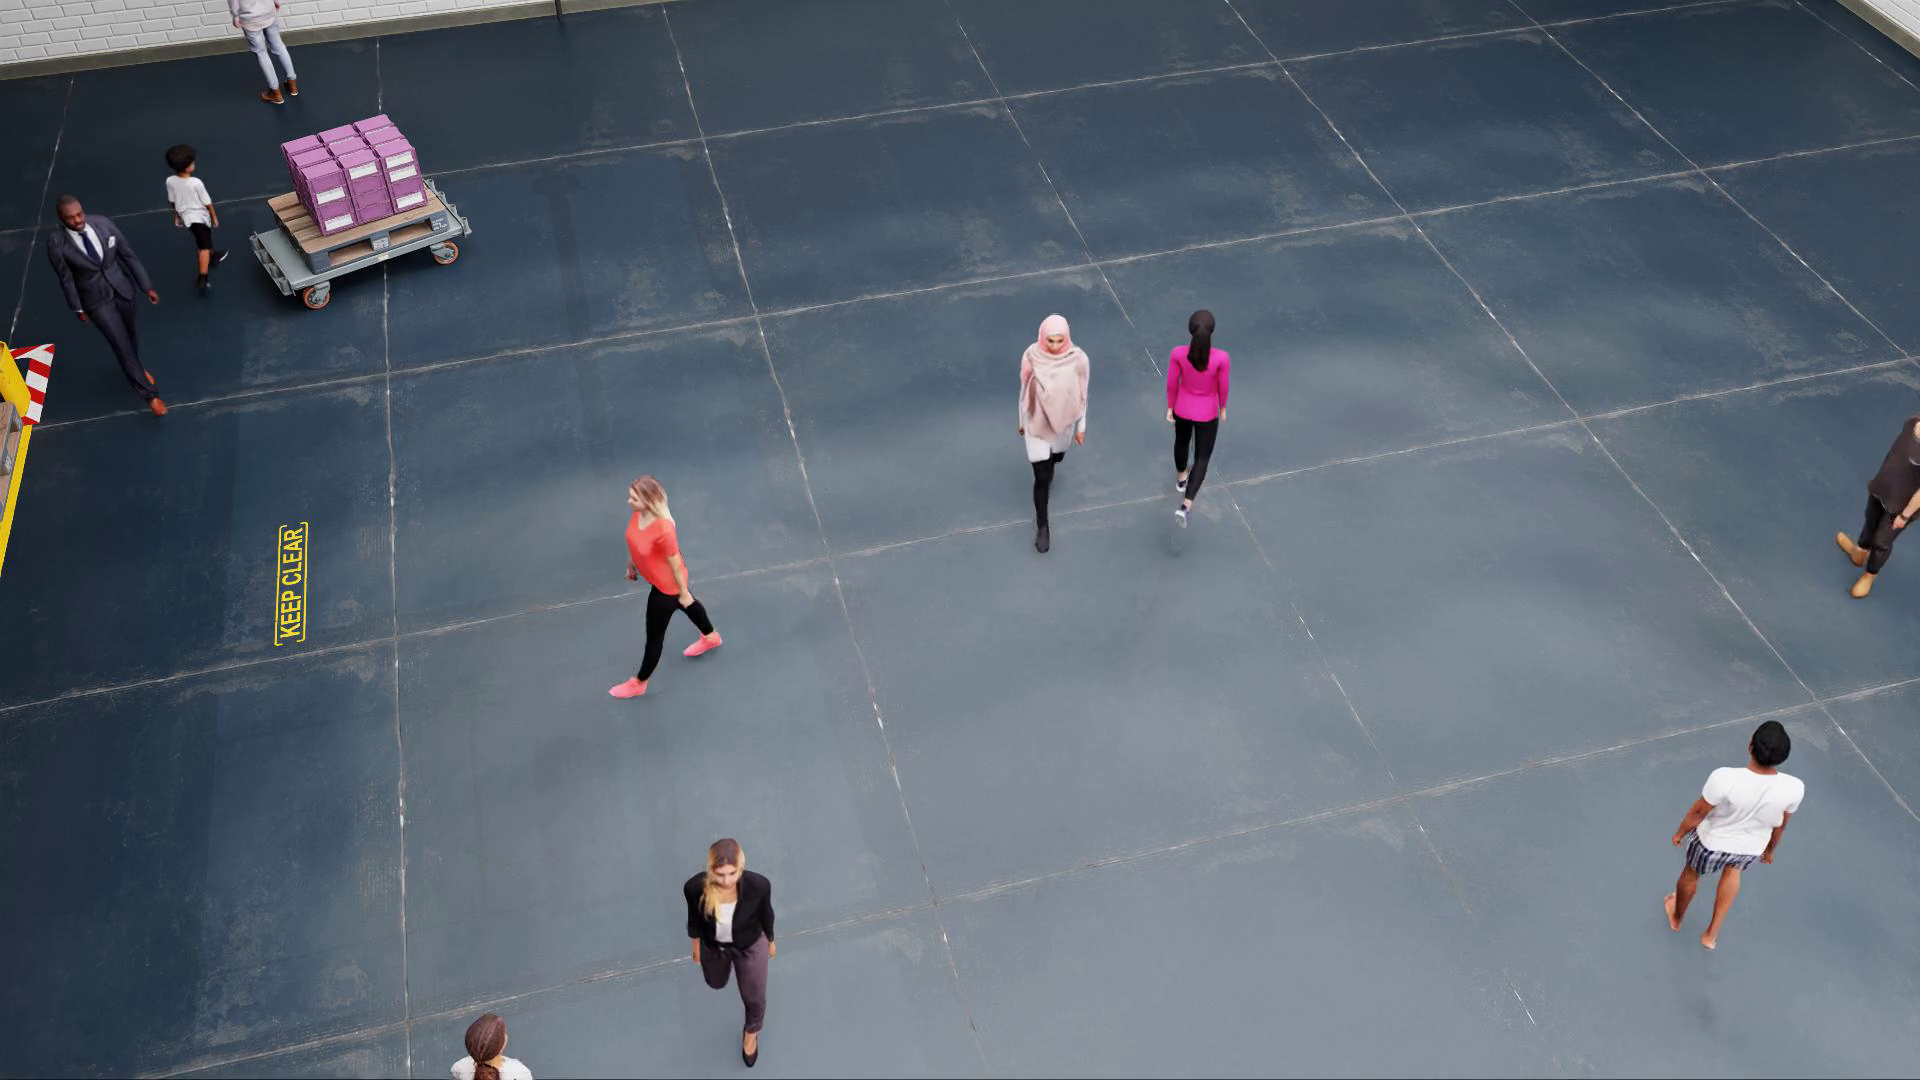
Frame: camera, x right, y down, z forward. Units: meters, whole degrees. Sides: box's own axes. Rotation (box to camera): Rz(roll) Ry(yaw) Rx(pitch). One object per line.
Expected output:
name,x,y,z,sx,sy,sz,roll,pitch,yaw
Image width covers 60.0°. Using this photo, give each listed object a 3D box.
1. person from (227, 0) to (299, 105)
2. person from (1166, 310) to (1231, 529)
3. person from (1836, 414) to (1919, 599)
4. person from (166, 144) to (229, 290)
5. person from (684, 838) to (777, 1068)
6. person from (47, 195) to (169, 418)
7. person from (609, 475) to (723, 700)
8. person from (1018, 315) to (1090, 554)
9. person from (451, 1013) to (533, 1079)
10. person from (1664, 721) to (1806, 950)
person,-6.762,-5.097,15.972,0.789,1.840,0.767,28,50,26
person,1.635,-0.835,11.618,0.953,1.675,1.111,13,45,13
person,6.297,-0.367,11.119,0.918,1.686,0.598,6,44,6
person,-6.391,-2.671,13.864,0.694,1.234,0.928,2,44,2
person,-1.171,2.046,8.611,0.748,1.651,0.978,-1,44,-1
person,-6.493,-1.863,12.616,1.246,1.787,1.094,30,51,28
person,-1.783,0.224,10.526,0.896,1.647,1.095,-24,49,-23
person,0.630,-0.854,11.572,0.835,1.767,1.235,-1,44,-1
person,-2.156,2.826,7.876,0.652,1.536,0.893,0,44,0
person,4.155,1.664,8.962,0.812,1.721,0.856,8,44,8
